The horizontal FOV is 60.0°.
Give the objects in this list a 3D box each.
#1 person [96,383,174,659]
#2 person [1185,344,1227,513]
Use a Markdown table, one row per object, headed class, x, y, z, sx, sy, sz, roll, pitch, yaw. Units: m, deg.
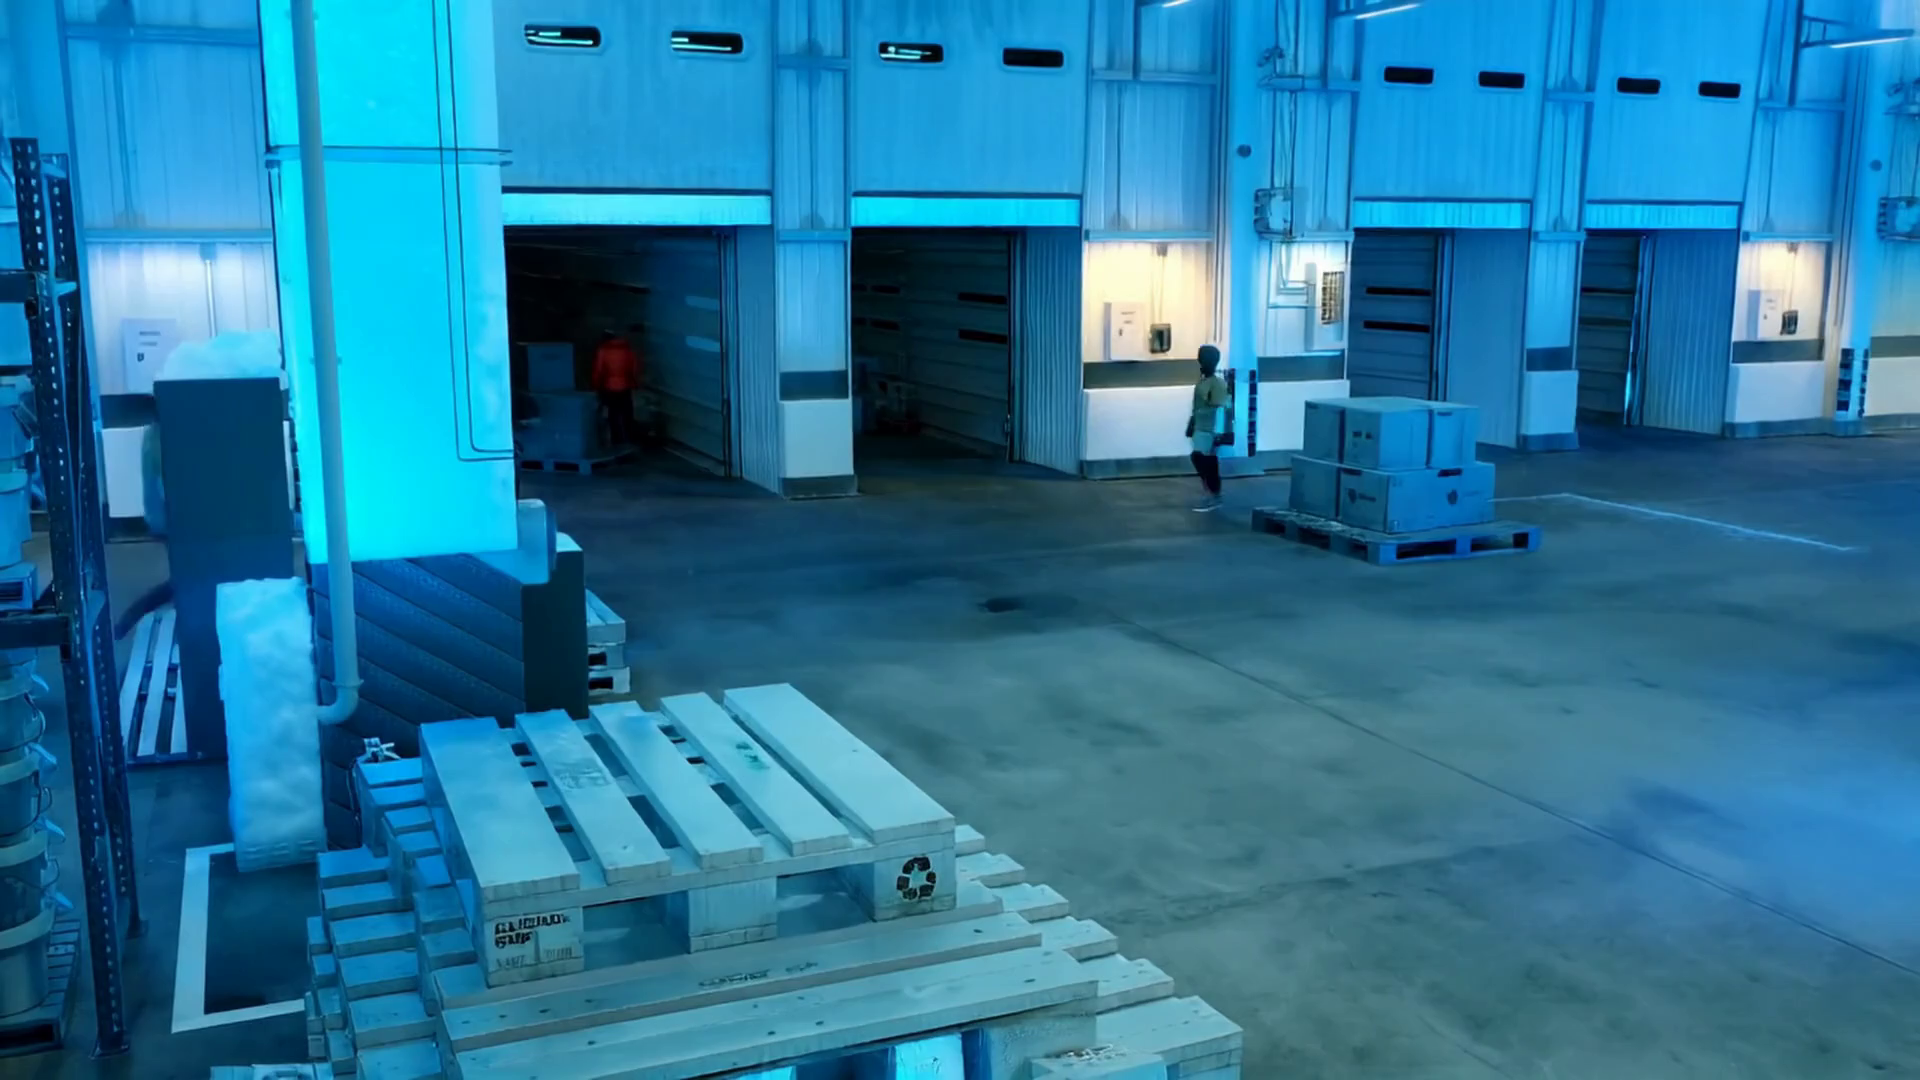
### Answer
| class | x | y | z | sx | sy | sz | roll | pitch | yaw |
| --- | --- | --- | --- | --- | --- | --- | --- | --- | --- |
| person | -5.124 | -0.131 | 10.648 | 0.756 | 1.894 | 0.594 | -5 | 11 | -26 |
| person | 2.434 | -1.102 | 16.583 | 0.523 | 1.681 | 0.544 | -2 | 10 | -9 |
